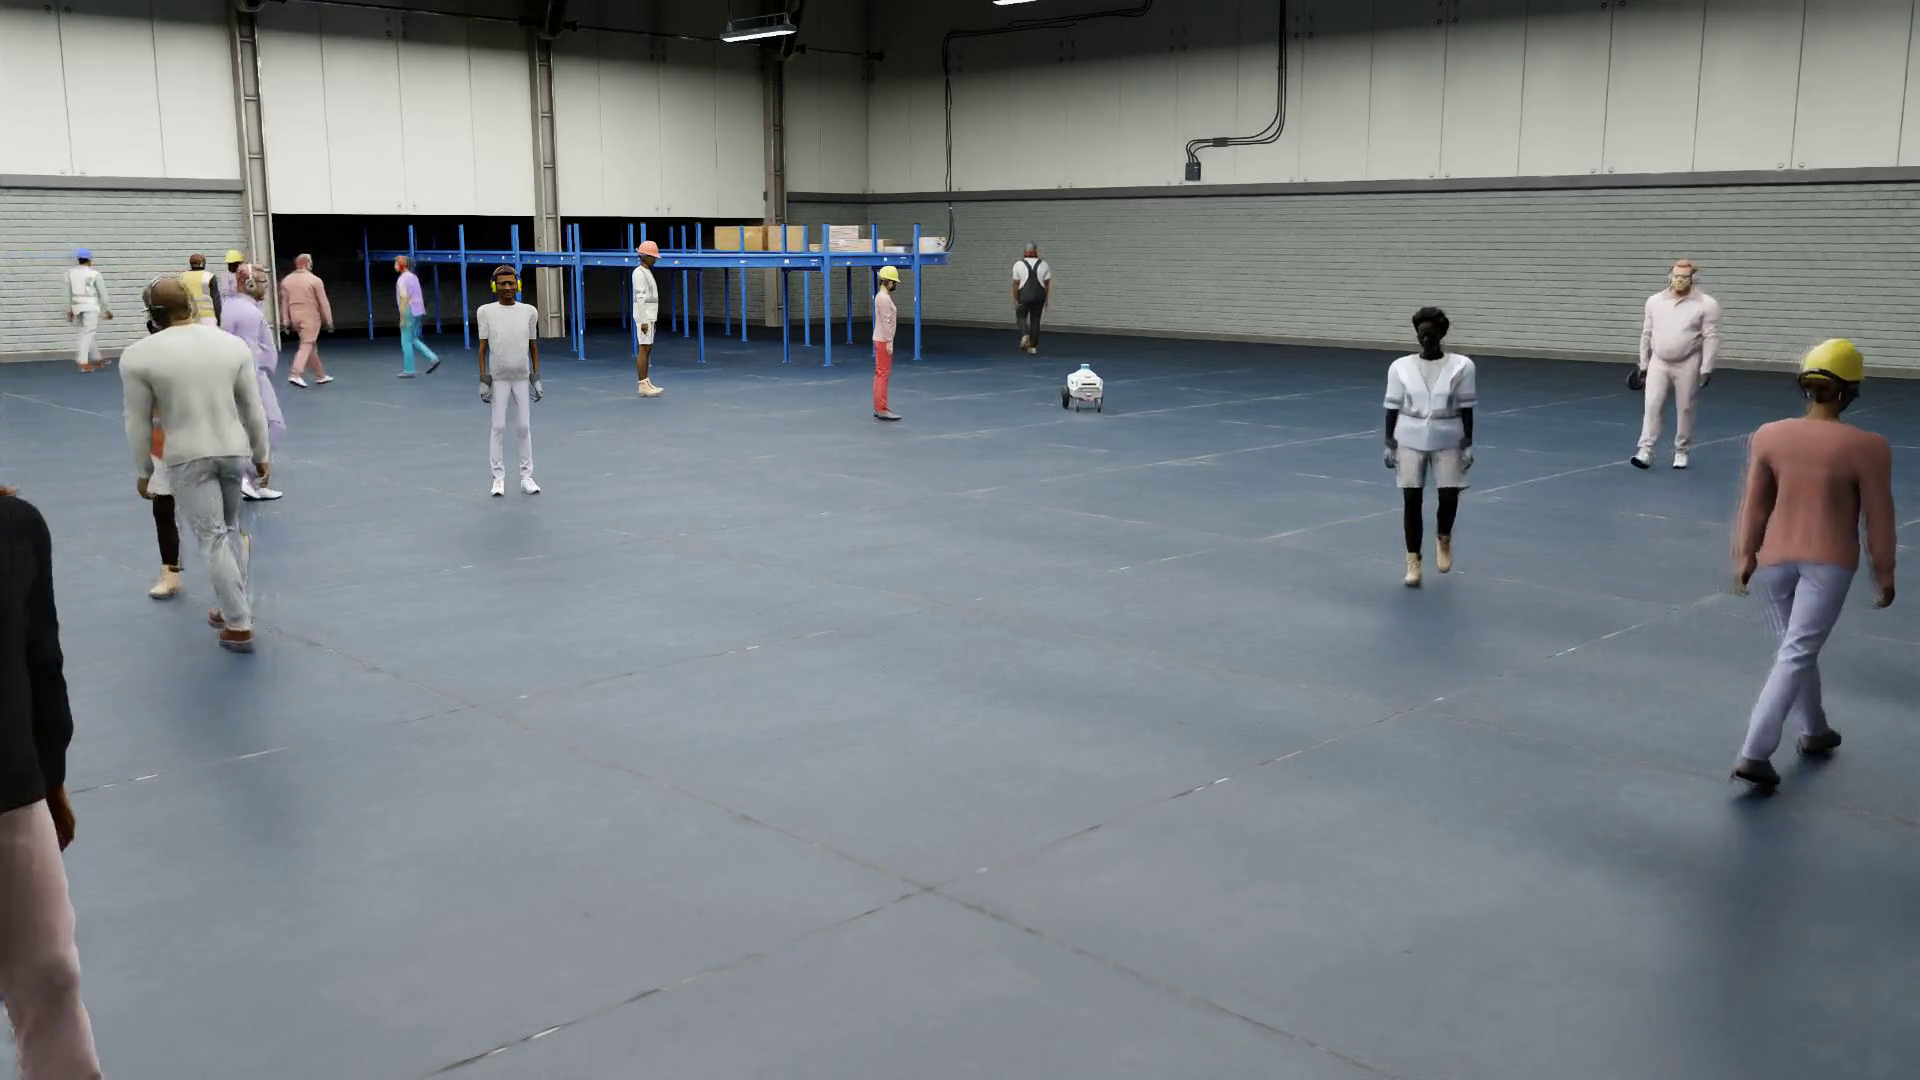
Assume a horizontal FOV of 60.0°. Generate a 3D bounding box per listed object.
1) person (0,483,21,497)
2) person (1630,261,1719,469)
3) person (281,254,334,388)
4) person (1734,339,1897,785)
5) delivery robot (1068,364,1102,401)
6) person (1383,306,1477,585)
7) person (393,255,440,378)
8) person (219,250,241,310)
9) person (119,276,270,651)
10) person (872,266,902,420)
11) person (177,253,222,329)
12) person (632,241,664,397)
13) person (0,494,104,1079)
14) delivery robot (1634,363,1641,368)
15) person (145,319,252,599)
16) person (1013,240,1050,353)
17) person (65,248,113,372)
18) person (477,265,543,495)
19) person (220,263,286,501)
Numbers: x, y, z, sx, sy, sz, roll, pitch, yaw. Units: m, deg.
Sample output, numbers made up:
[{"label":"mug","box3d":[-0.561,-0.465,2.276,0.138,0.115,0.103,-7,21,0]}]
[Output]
[{"label":"person","box3d":[-7.958,-1.183,12.933,0.646,1.886,1.030,8,13,36]},{"label":"person","box3d":[6.417,-1.558,14.987,0.675,1.871,0.868,8,13,36]},{"label":"person","box3d":[-9.195,-3.096,23.409,0.650,1.860,1.006,4,11,19]},{"label":"person","box3d":[3.323,0.083,6.483,0.934,1.721,0.535,-7,13,-35]},{"label":"delivery robot","box3d":[1.526,-1.907,20.343,0.477,0.478,0.707,-1,10,-4]},{"label":"person","box3d":[2.836,-0.570,10.089,0.556,1.684,0.379,4,11,20]},{"label":"person","box3d":[-8.154,-3.338,24.824,0.529,1.824,0.605,1,10,3]},{"label":"person","box3d":[-11.473,-3.686,26.558,0.572,1.892,0.884,3,11,17]},{"label":"person","box3d":[-3.934,-0.396,8.574,0.722,1.897,0.662,9,14,42]},{"label":"person","box3d":[-0.848,-2.281,19.237,0.323,1.761,0.523,-2,11,-11]},{"label":"person","box3d":[-11.277,-3.335,24.763,0.626,1.842,0.429,1,10,4]},{"label":"person","box3d":[-4.133,-2.934,22.050,0.386,2.034,0.604,0,10,-1]},{"label":"person","box3d":[-2.132,0.536,3.419,1.043,1.934,0.634,7,12,32]},{"label":"delivery robot","box3d":[9.583,-2.473,22.721,0.699,0.223,0.335,-2,11,-11]},{"label":"person","box3d":[-4.615,-0.535,9.992,0.535,1.668,0.801,2,11,10]},{"label":"person","box3d":[1.272,-4.378,30.020,0.689,2.000,0.539,-1,10,-8]},{"label":"person","box3d":[-13.601,-3.604,26.033,0.606,1.899,0.979,3,11,13]},{"label":"person","box3d":[-3.687,-1.311,13.646,0.513,1.872,0.328,-5,12,-26]},{"label":"person","box3d":[-5.625,-1.243,13.225,0.423,1.894,0.660,-8,13,-36]}]
